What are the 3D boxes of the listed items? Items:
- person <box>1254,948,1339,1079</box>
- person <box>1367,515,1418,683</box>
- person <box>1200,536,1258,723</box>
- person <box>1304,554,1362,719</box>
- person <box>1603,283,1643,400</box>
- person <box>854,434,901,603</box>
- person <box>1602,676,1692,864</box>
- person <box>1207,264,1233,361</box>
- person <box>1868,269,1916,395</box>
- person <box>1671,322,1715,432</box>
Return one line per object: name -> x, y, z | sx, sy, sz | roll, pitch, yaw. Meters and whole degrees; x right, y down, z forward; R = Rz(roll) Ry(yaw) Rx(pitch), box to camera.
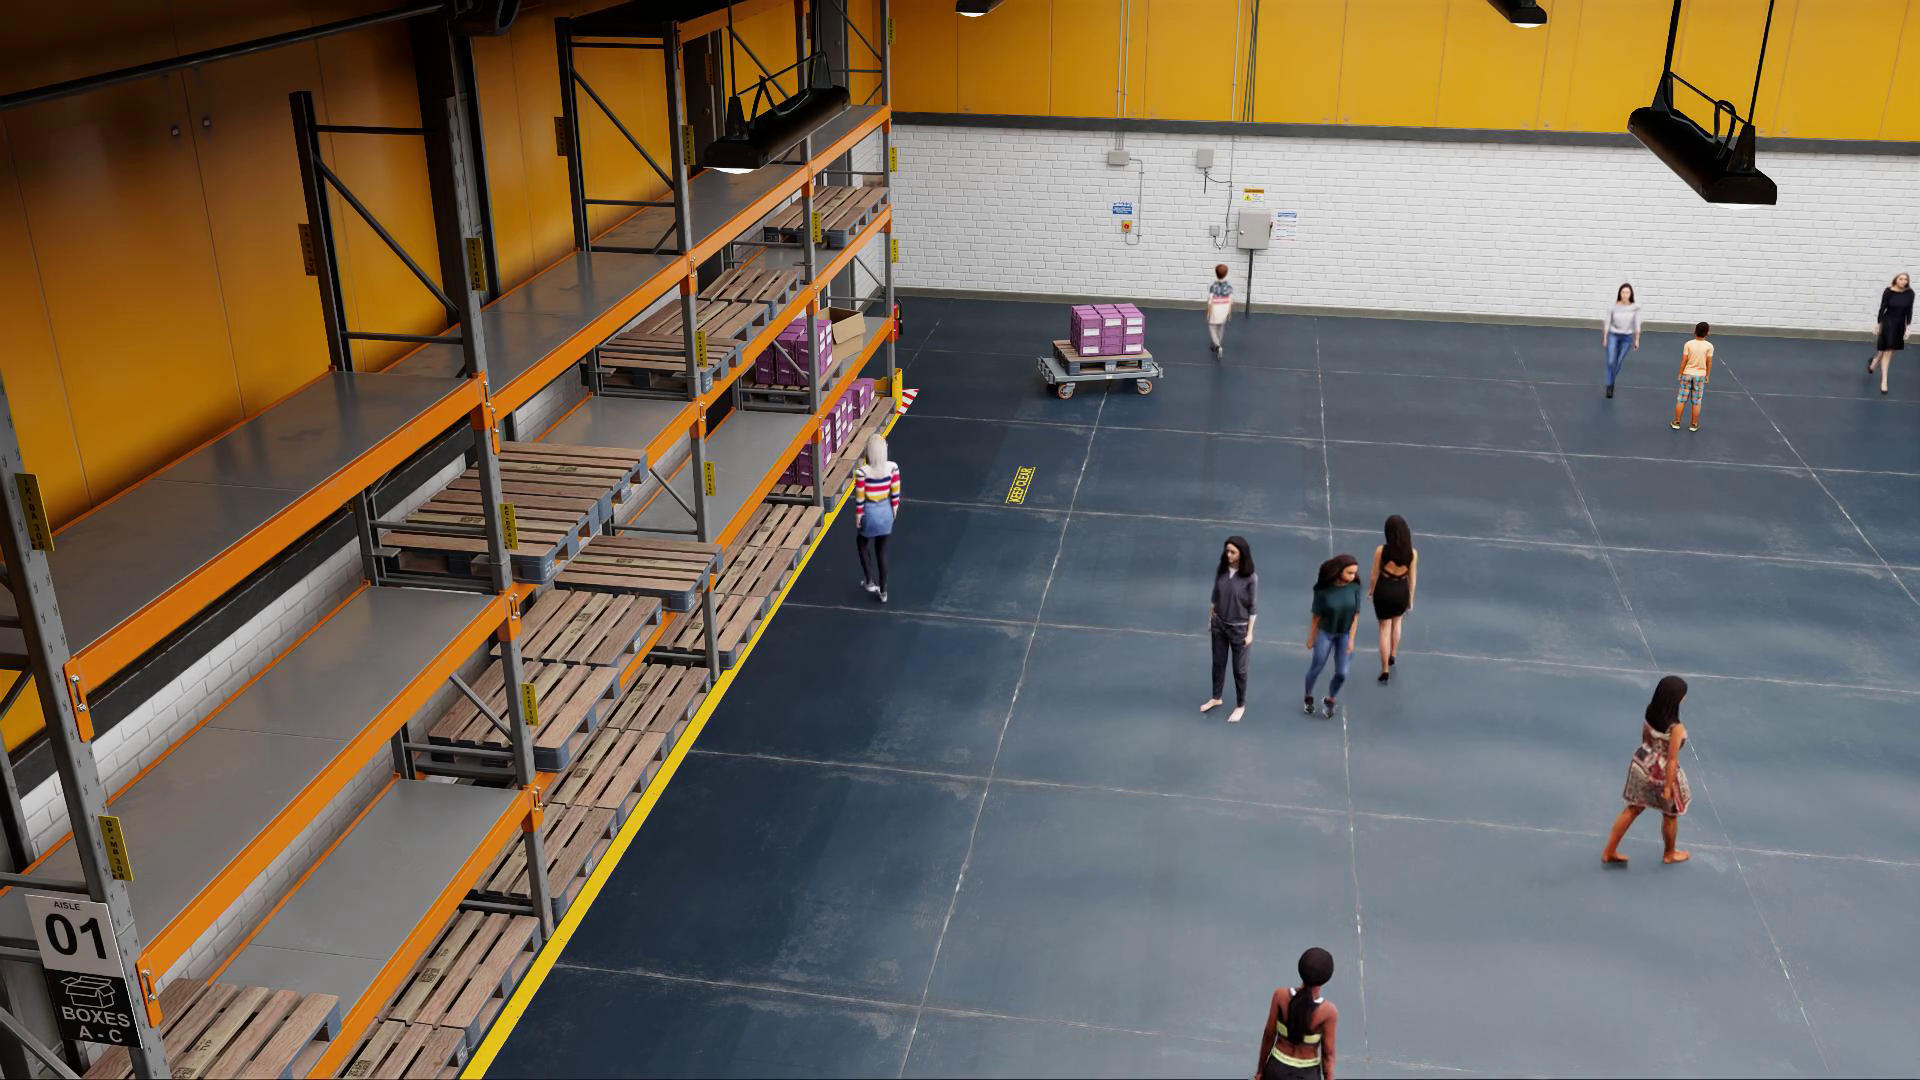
person -> 1.863, 3.128, 9.452 | 0.699, 1.732, 0.804 | 10, 26, 22
person -> 3.992, 0.593, 15.382 | 0.574, 1.627, 0.745 | 2, 24, 6
person -> 2.428, 0.767, 14.814 | 0.674, 1.764, 0.678 | 19, 30, 36
person -> 3.348, 0.833, 14.874 | 0.675, 1.595, 0.728 | 1, 24, 3
person -> 9.189, -2.792, 23.184 | 0.652, 1.581, 1.040 | 5, 24, 12
person -> -0.826, -0.200, 16.993 | 0.801, 1.791, 0.836 | -10, 25, -21
person -> 5.220, 1.789, 12.660 | 0.950, 1.616, 1.008 | -7, 24, -15
person -> 3.865, -3.385, 24.739 | 0.717, 1.422, 0.936 | -5, 24, -10
person -> 13.103, -2.968, 23.430 | 0.617, 1.707, 1.149 | 3, 24, 7
person -> 9.666, -2.164, 21.898 | 0.566, 1.461, 0.546 | 9, 25, 20
